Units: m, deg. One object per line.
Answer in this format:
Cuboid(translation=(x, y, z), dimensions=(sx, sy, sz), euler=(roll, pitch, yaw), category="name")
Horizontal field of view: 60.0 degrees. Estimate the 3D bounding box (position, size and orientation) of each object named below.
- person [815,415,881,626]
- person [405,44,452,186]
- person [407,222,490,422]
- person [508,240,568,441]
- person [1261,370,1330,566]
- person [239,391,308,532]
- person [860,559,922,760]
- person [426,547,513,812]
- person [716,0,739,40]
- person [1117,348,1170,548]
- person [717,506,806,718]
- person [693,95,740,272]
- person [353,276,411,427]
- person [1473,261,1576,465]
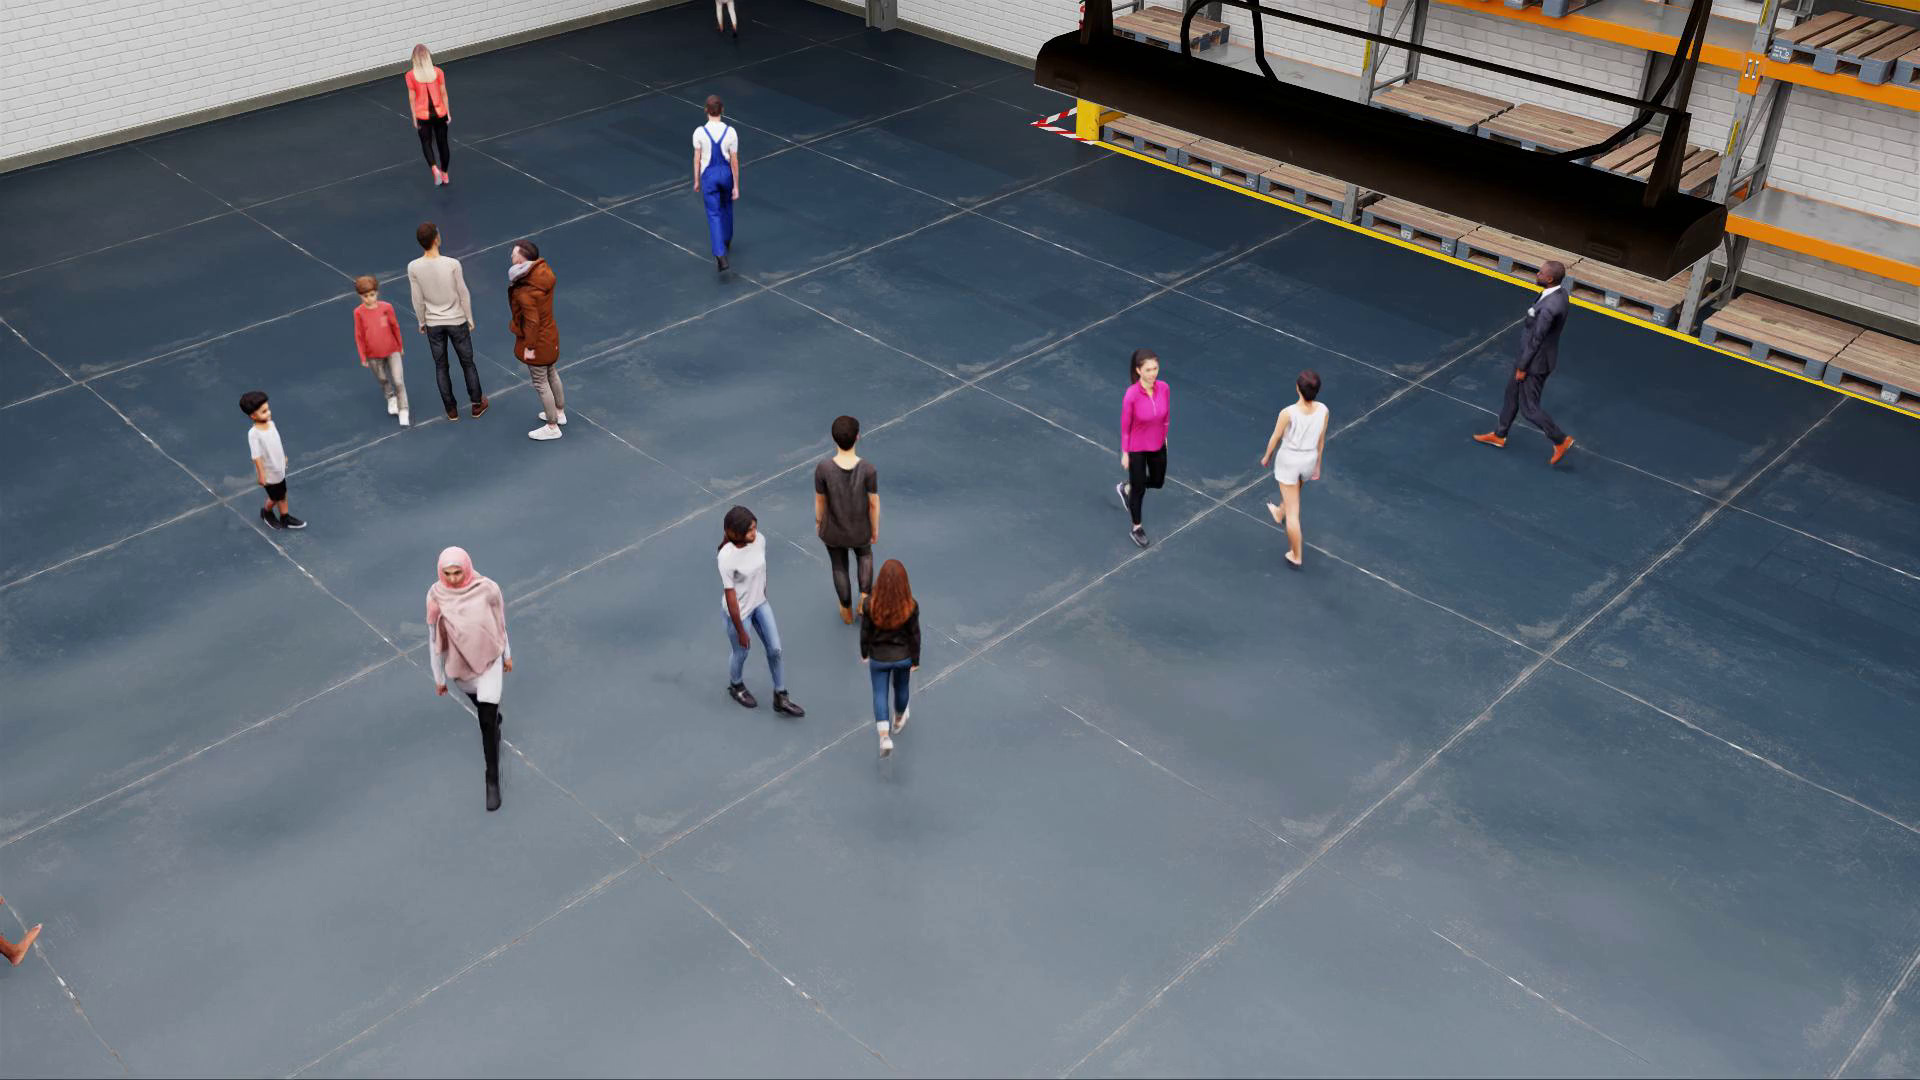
Cuboid(translation=(-0.827, -0.088, 12.151), dimensions=(0.722, 1.703, 0.767), euler=(-2, 34, -3), category="person")
Cuboid(translation=(-6.169, -4.927, 19.455), dimensions=(0.794, 1.677, 0.976), euler=(-13, 36, -18), category="person")
Cuboid(translation=(-4.569, -1.932, 14.778), dimensions=(0.742, 1.866, 0.774), euler=(-4, 34, -6), category="person")
Cuboid(translation=(-3.682, -1.763, 14.548), dimensions=(0.904, 1.839, 0.853), euler=(3, 34, 4), category="person")
Cuboid(translation=(2.642, -0.539, 12.957), dimensions=(0.901, 1.562, 1.135), euler=(-9, 35, -13), category="person")
Cuboid(translation=(-5.600, -0.628, 13.368), dimensions=(0.689, 1.255, 0.629), euler=(6, 34, 10), category="person")
Cuboid(translation=(-0.465, 0.797, 11.033), dimensions=(0.870, 1.468, 0.944), euler=(-1, 34, -1), category="person")
Cuboid(translation=(-3.153, 0.774, 10.810), dimensions=(1.099, 1.753, 1.283), euler=(-6, 34, -9), category="person")
Cuboid(translation=(-3.444, -8.041, 24.492), dimensions=(0.764, 1.287, 1.003), euler=(-12, 35, -18), category="person")
Cuboid(translation=(1.419, -0.772, 13.197), dimensions=(0.731, 1.685, 0.893), euler=(-16, 37, -22), category="person")
Cuboid(translation=(-1.518, 0.464, 11.329), dimensions=(0.889, 1.695, 0.688), euler=(22, 40, 30), category="person")
Cuboid(translation=(-2.556, -3.714, 17.512), dimensions=(1.102, 1.808, 1.347), euler=(-7, 34, -11), category="person")
Cuboid(translation=(-5.183, -1.728, 14.904), dimensions=(0.803, 1.387, 0.978), euler=(-9, 35, -13), category="person")
Cuboid(translation=(4.969, -1.498, 14.185), dimensions=(1.179, 1.801, 0.942), euler=(14, 36, 20), category="person")
